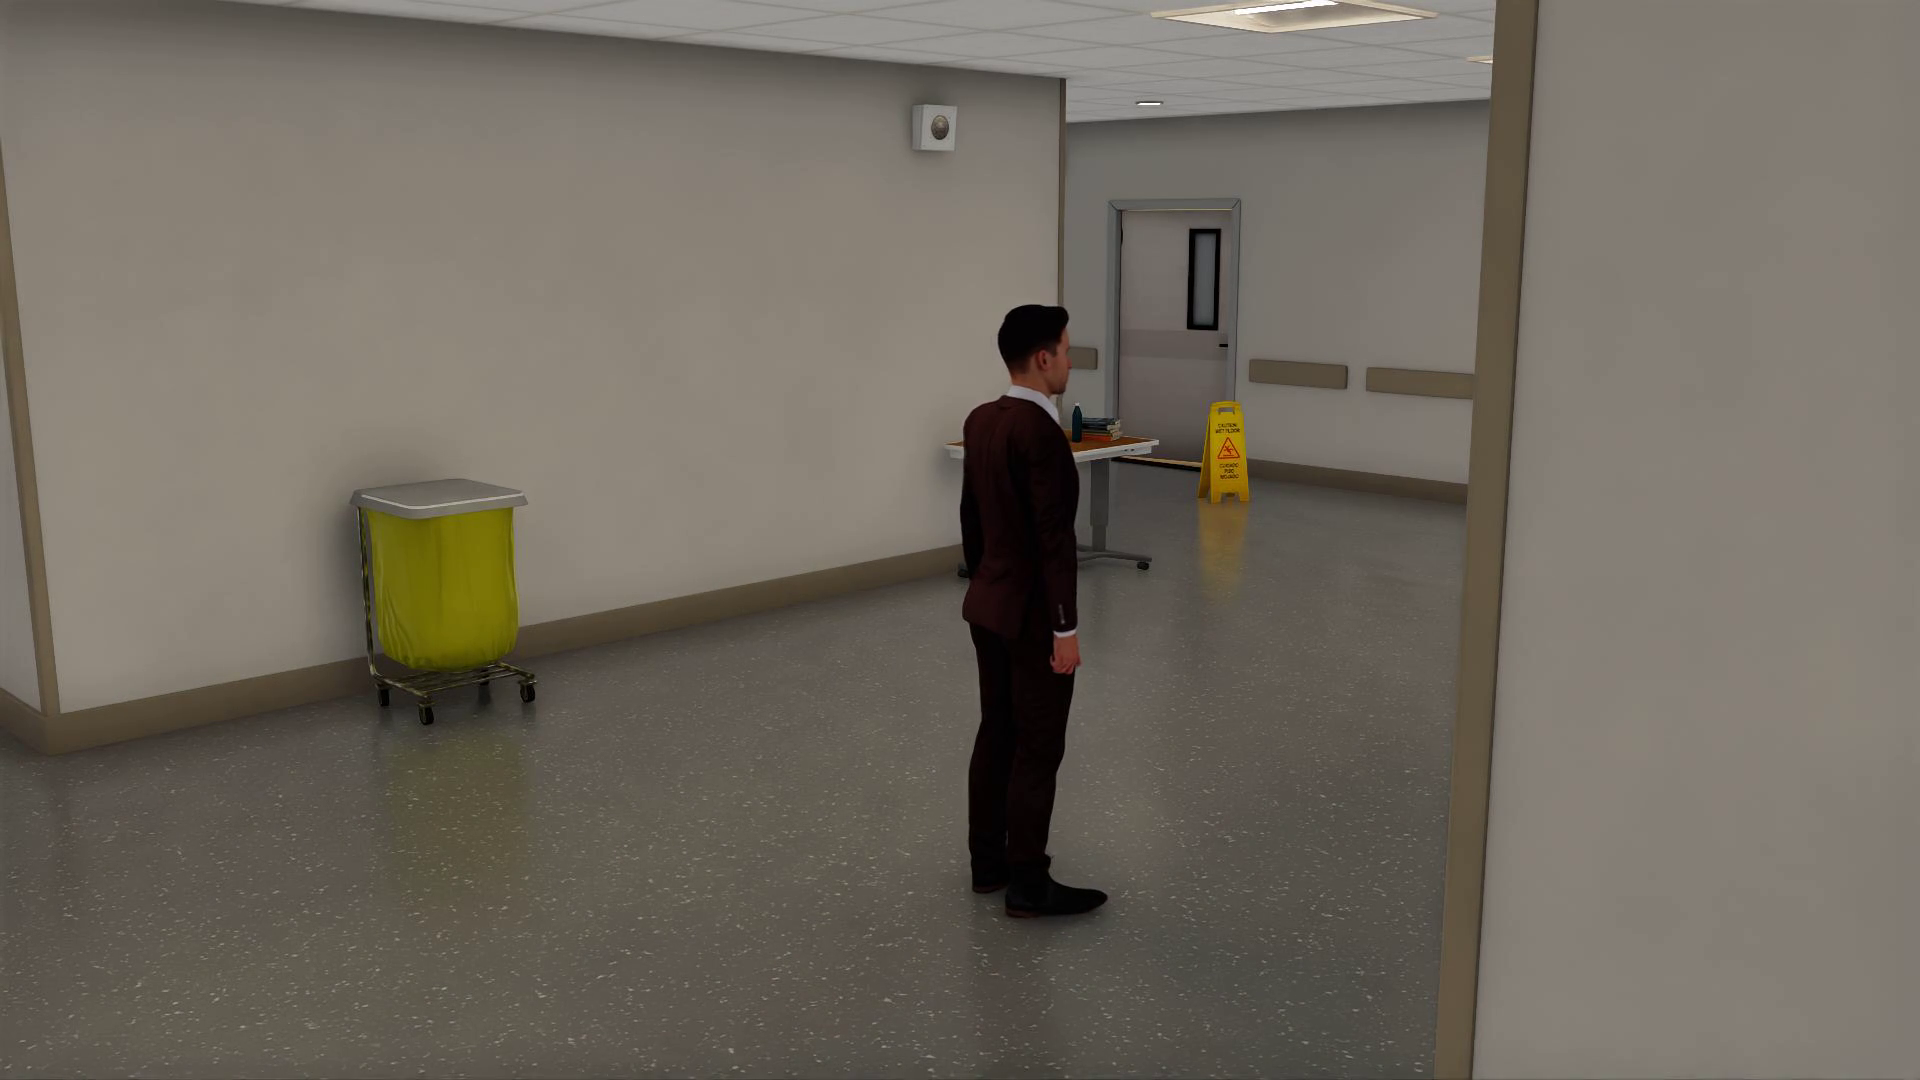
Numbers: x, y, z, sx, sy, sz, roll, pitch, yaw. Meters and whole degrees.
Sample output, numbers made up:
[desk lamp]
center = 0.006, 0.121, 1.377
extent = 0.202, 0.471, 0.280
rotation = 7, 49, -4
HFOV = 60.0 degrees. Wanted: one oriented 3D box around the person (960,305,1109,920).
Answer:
[person]
center = 0.191, 0.214, 5.099
extent = 0.811, 1.863, 0.624
rotation = -6, 12, -28
